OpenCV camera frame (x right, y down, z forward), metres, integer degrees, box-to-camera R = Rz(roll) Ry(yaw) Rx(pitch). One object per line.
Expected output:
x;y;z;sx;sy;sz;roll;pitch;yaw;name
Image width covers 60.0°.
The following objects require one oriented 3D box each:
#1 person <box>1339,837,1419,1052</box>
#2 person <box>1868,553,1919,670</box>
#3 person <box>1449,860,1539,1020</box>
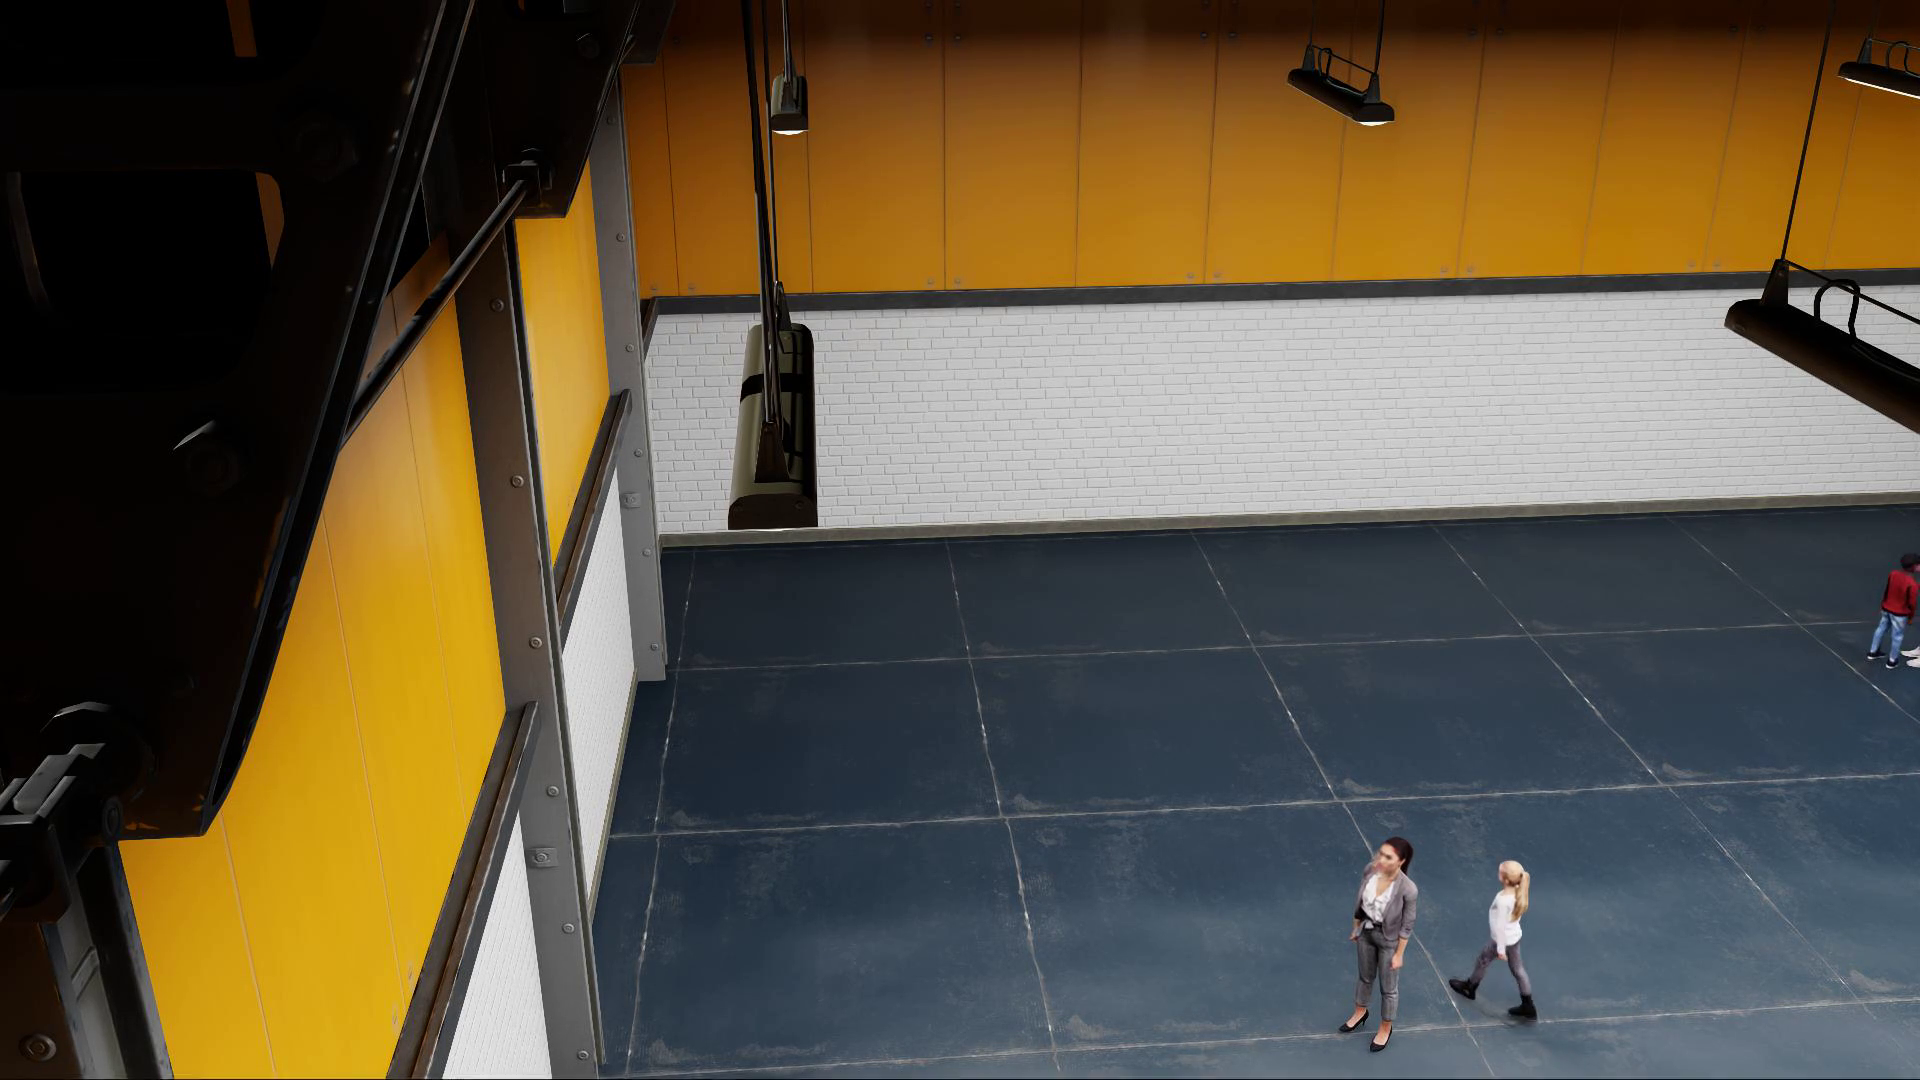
2.940;2.785;11.583;0.784;1.679;0.695;-17;29;-33;person
9.492;0.714;16.858;0.607;1.249;0.491;-9;25;-19;person
3.964;2.875;11.902;0.814;1.258;0.944;-20;31;-38;person
